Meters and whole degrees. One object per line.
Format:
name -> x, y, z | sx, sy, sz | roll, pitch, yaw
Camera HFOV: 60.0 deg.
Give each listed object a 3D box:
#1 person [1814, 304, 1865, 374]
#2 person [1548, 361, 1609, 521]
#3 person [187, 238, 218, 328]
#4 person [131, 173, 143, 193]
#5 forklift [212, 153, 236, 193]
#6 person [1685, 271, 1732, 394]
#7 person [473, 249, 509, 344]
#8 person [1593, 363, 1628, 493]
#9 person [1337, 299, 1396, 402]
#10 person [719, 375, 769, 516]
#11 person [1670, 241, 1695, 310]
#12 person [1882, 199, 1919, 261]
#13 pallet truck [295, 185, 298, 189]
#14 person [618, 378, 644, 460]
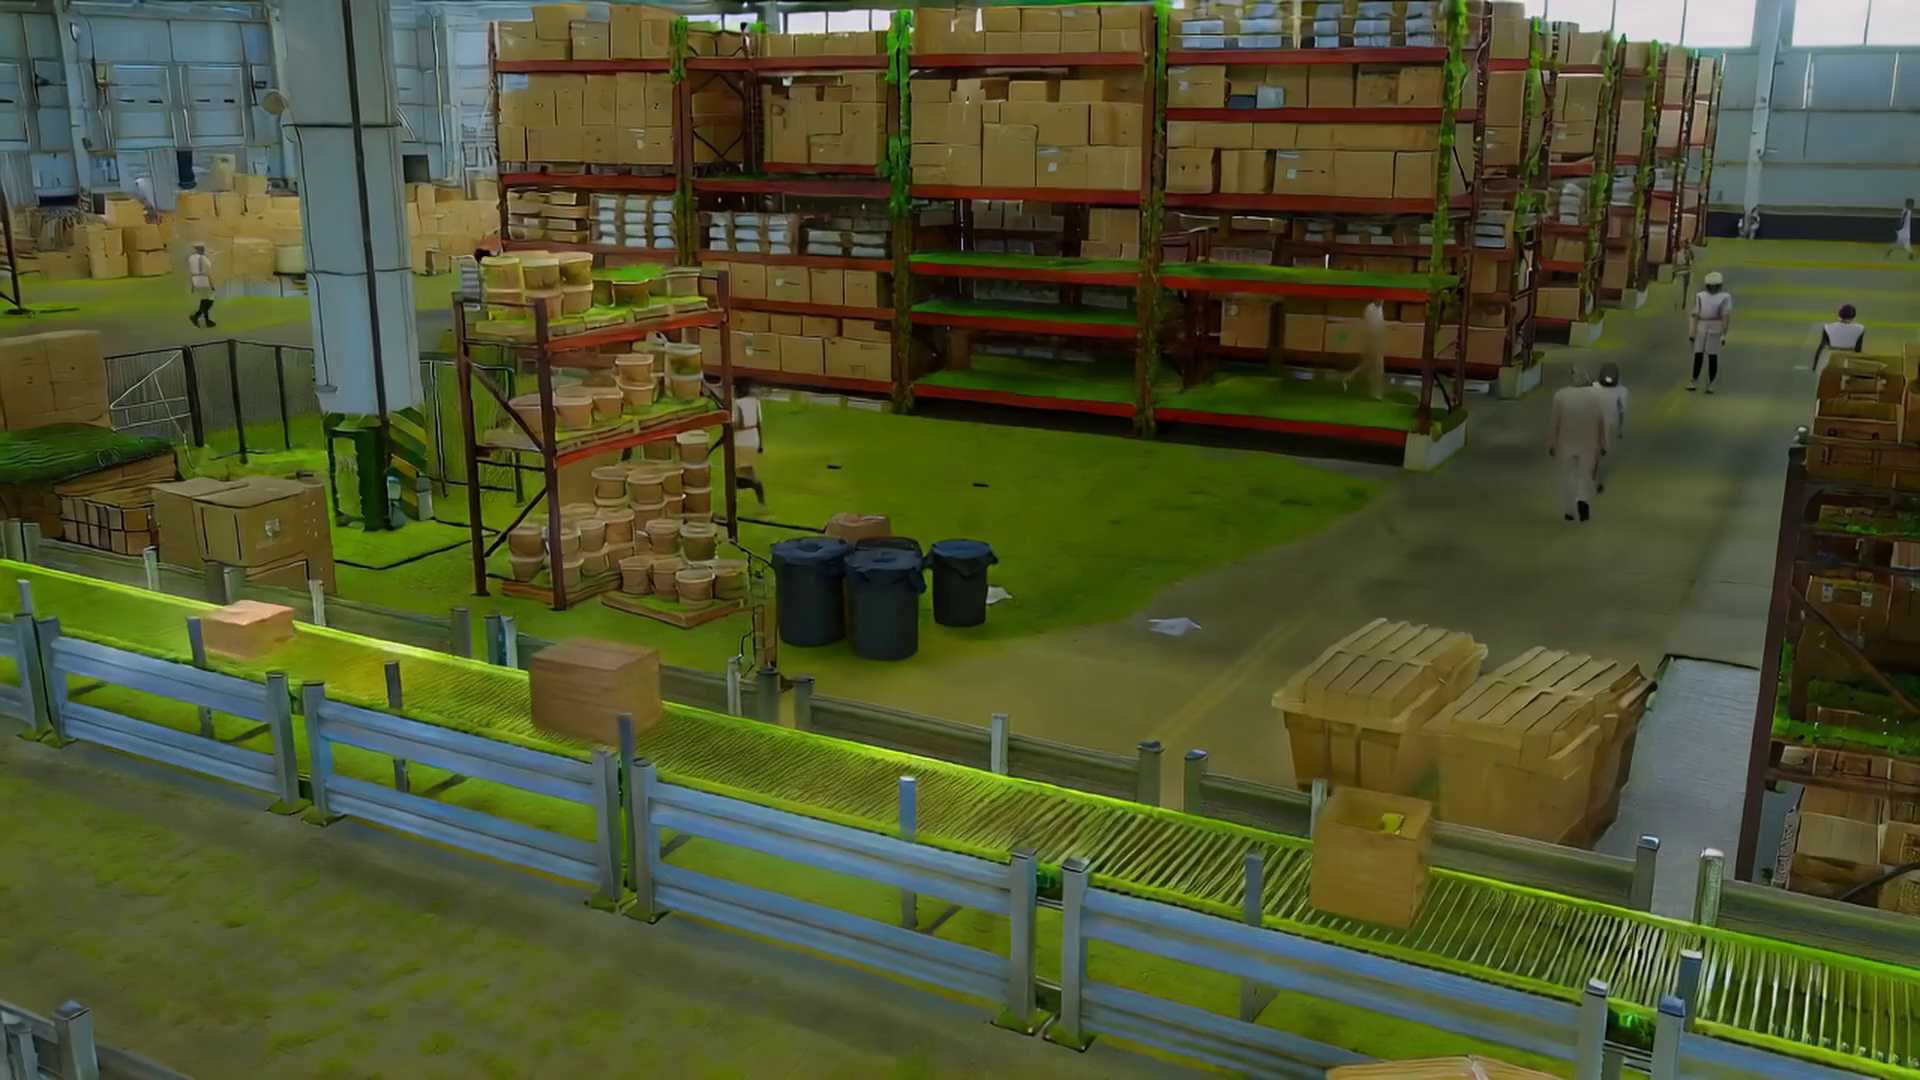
person -> 13.272, -2.645, 25.112 | 0.607, 1.805, 0.802 | 5, 16, 19
person -> 7.135, -1.122, 19.230 | 0.679, 1.877, 0.527 | 5, 16, 18
person -> -16.197, -5.452, 35.436 | 0.565, 1.925, 0.652 | 7, 16, 23
person -> -32.848, -13.755, 66.652 | 0.705, 1.916, 0.556 | -11, 18, -35
forklift -> -26.967, -12.815, 61.276 | 1.873, 2.768, 1.129 | 4, 15, 13
person -> 12.457, -3.456, 27.696 | 0.614, 2.040, 0.384 | 14, 21, 43
person -> -9.195, -4.731, 32.698 | 0.674, 1.943, 0.662 | -2, 15, -7
person -> 8.114, -1.449, 20.967 | 0.508, 1.607, 0.737 | 6, 16, 21
person -> 6.642, -3.186, 27.032 | 0.897, 1.871, 0.646 | 3, 15, 11
person -> -2.573, -1.129, 19.708 | 0.889, 1.648, 0.542 | 9, 17, 30
person -> 16.788, -6.154, 38.712 | 0.528, 1.589, 0.895 | 6, 16, 20
person -> 28.498, -9.364, 50.217 | 0.988, 1.878, 0.598 | 5, 16, 18
pallet truck -> -26.804, -14.617, 69.738 | 1.885, 1.965, 0.823 | -14, 20, -42
person -> -4.125, -1.537, 21.185 | 0.539, 1.686, 0.442 | 5, 16, 19
